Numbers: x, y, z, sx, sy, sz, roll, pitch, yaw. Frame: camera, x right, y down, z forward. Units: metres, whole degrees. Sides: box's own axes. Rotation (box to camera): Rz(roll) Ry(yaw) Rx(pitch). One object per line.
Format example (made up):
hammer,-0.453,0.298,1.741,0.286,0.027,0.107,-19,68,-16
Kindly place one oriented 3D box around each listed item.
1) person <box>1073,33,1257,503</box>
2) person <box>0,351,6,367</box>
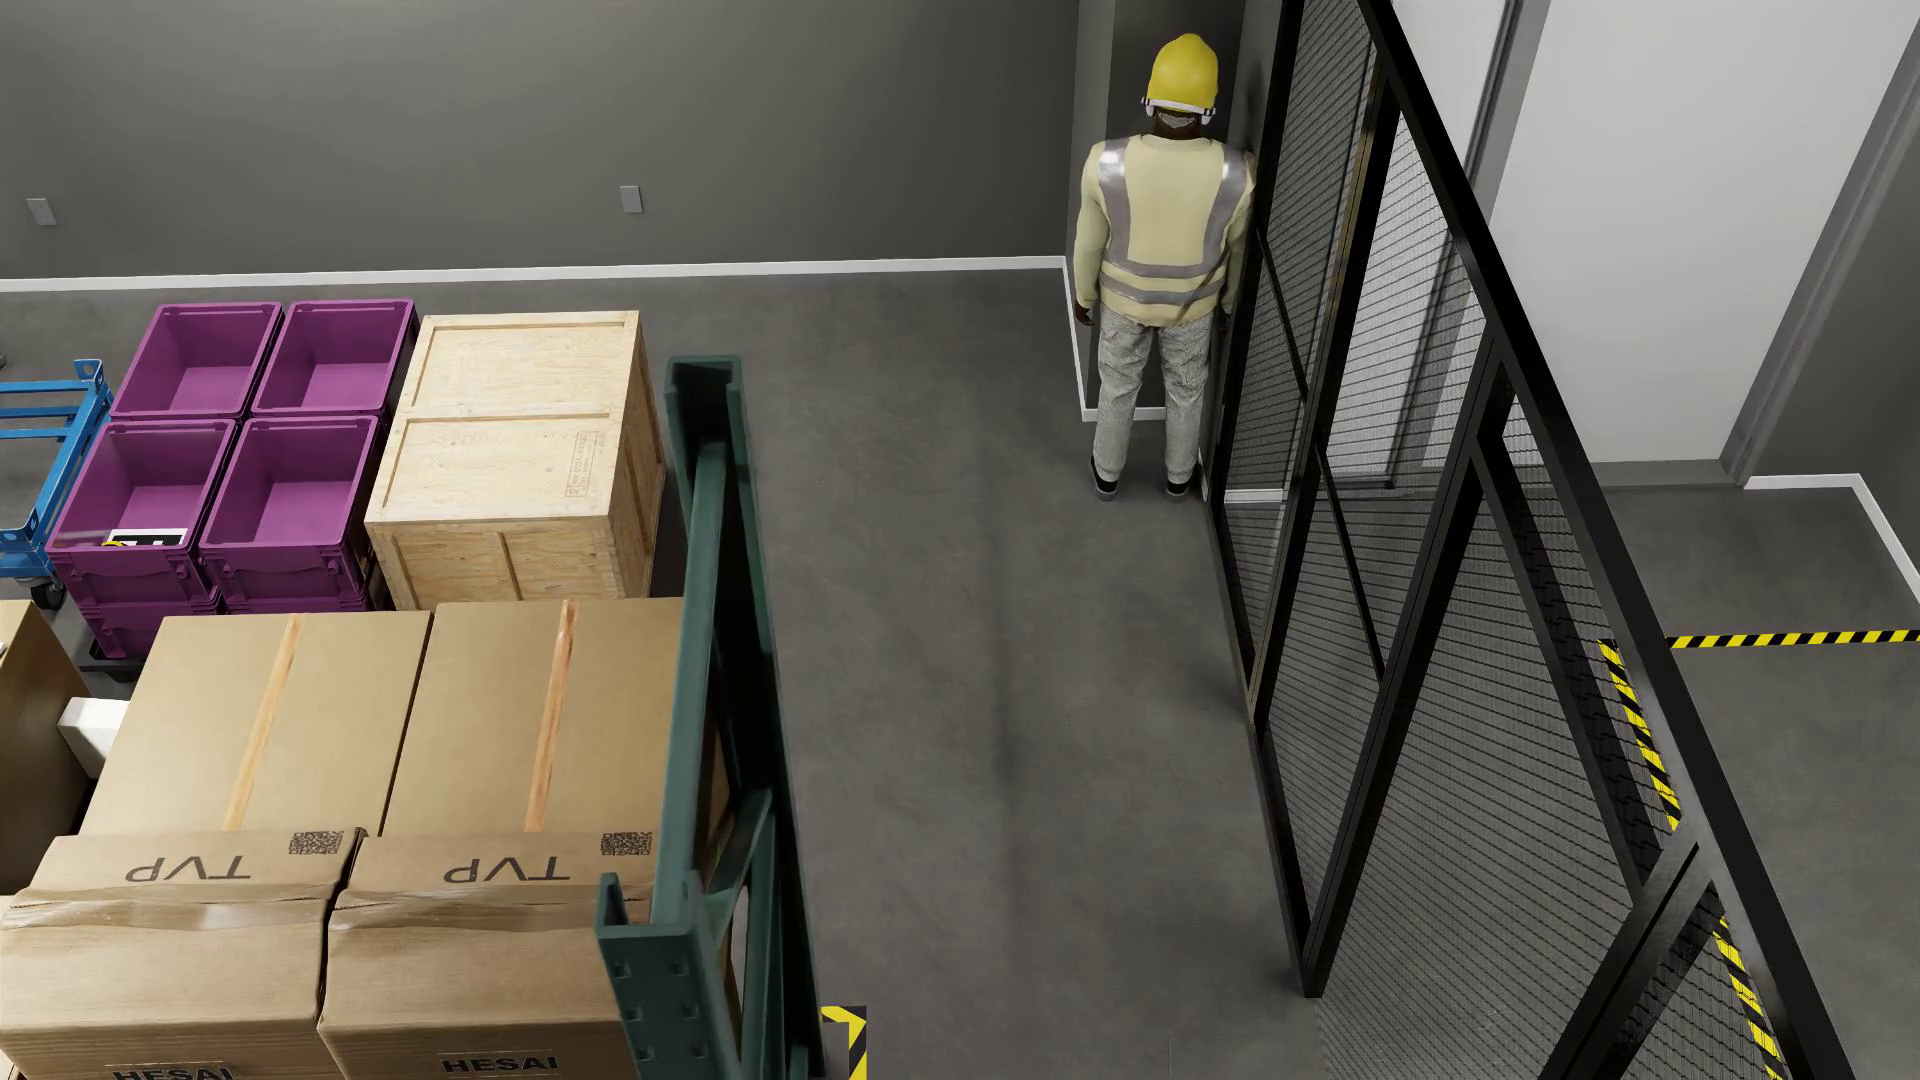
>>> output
person,0.681,-0.861,5.651,0.602,1.830,0.404,4,46,3
person,-4.026,-1.269,5.968,0.355,1.938,0.637,-3,46,-3
